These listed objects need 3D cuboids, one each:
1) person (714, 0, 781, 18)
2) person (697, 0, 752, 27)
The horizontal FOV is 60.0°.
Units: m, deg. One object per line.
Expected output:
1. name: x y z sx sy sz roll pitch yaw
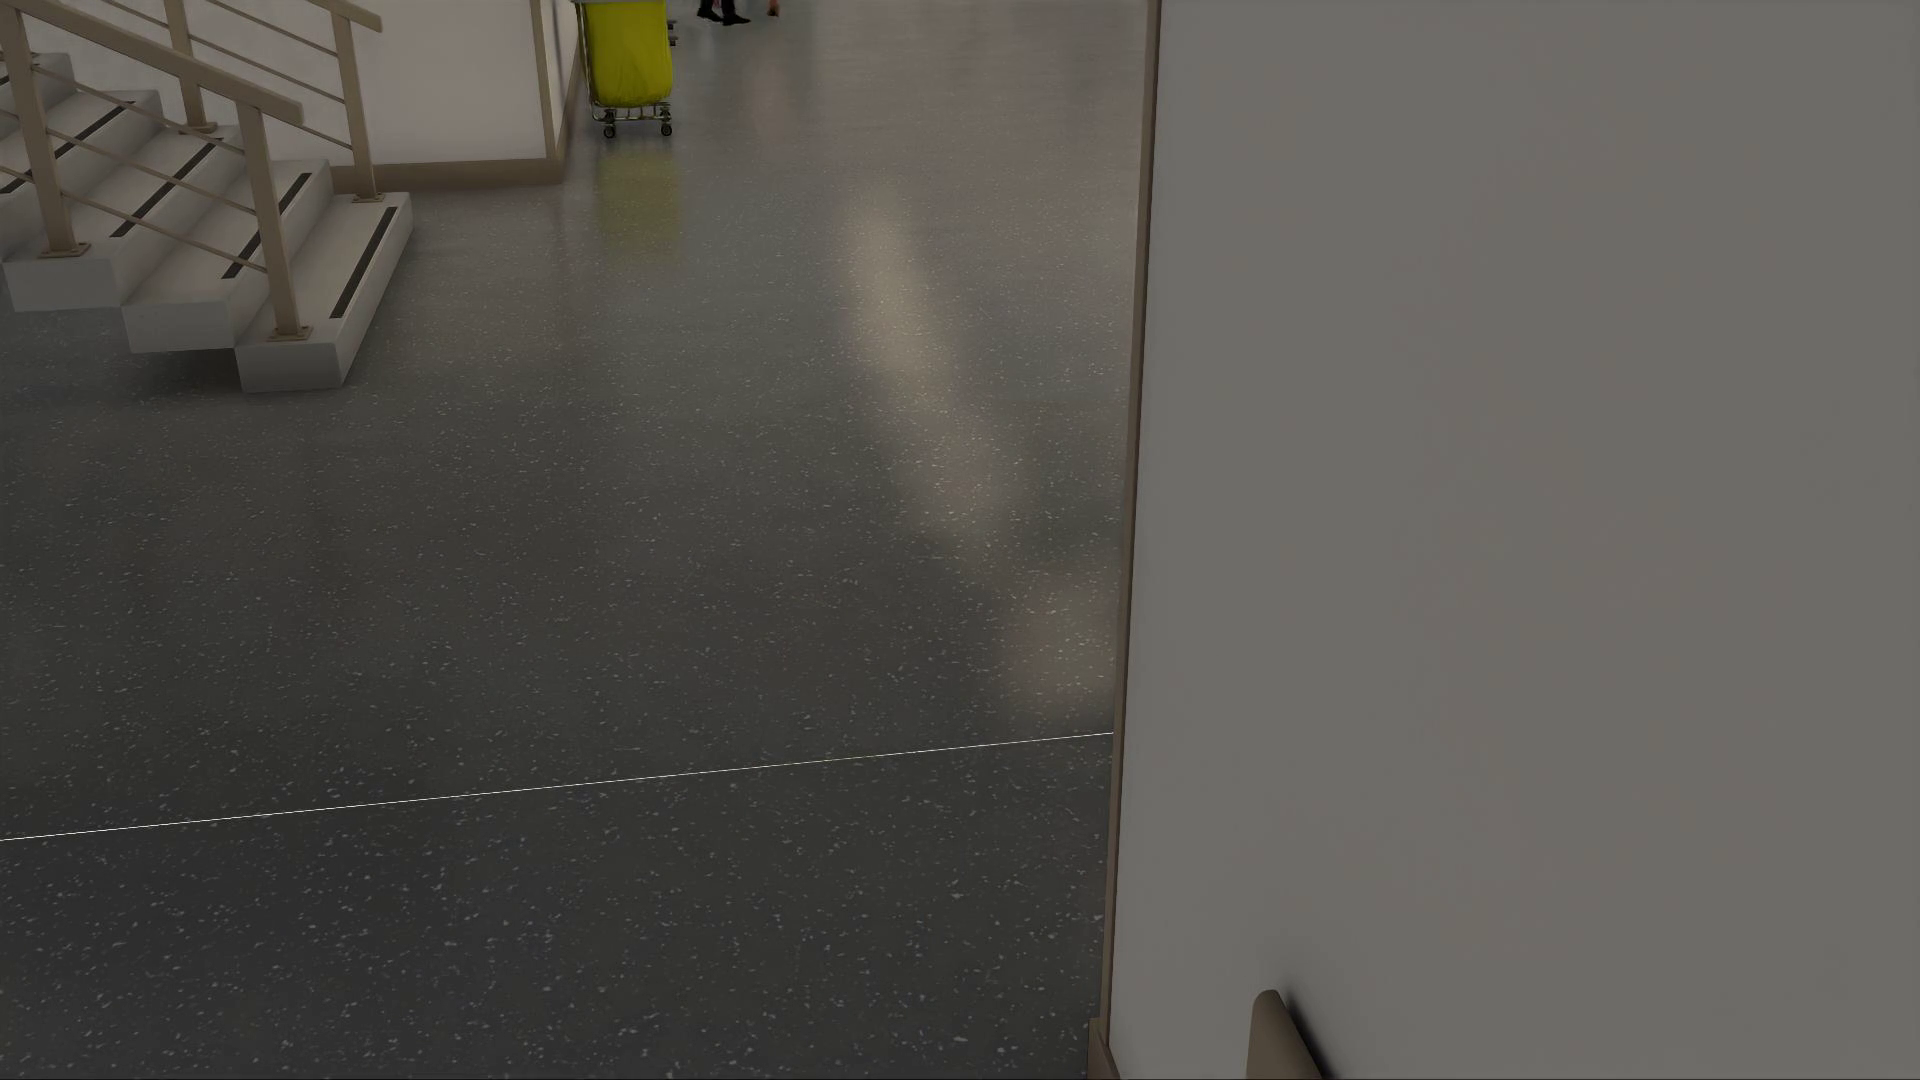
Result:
1. person: -1.980 -5.843 15.863 1.155 1.690 1.127 23 34 39
2. person: -2.310 -5.646 15.388 0.745 1.746 0.708 0 26 0
